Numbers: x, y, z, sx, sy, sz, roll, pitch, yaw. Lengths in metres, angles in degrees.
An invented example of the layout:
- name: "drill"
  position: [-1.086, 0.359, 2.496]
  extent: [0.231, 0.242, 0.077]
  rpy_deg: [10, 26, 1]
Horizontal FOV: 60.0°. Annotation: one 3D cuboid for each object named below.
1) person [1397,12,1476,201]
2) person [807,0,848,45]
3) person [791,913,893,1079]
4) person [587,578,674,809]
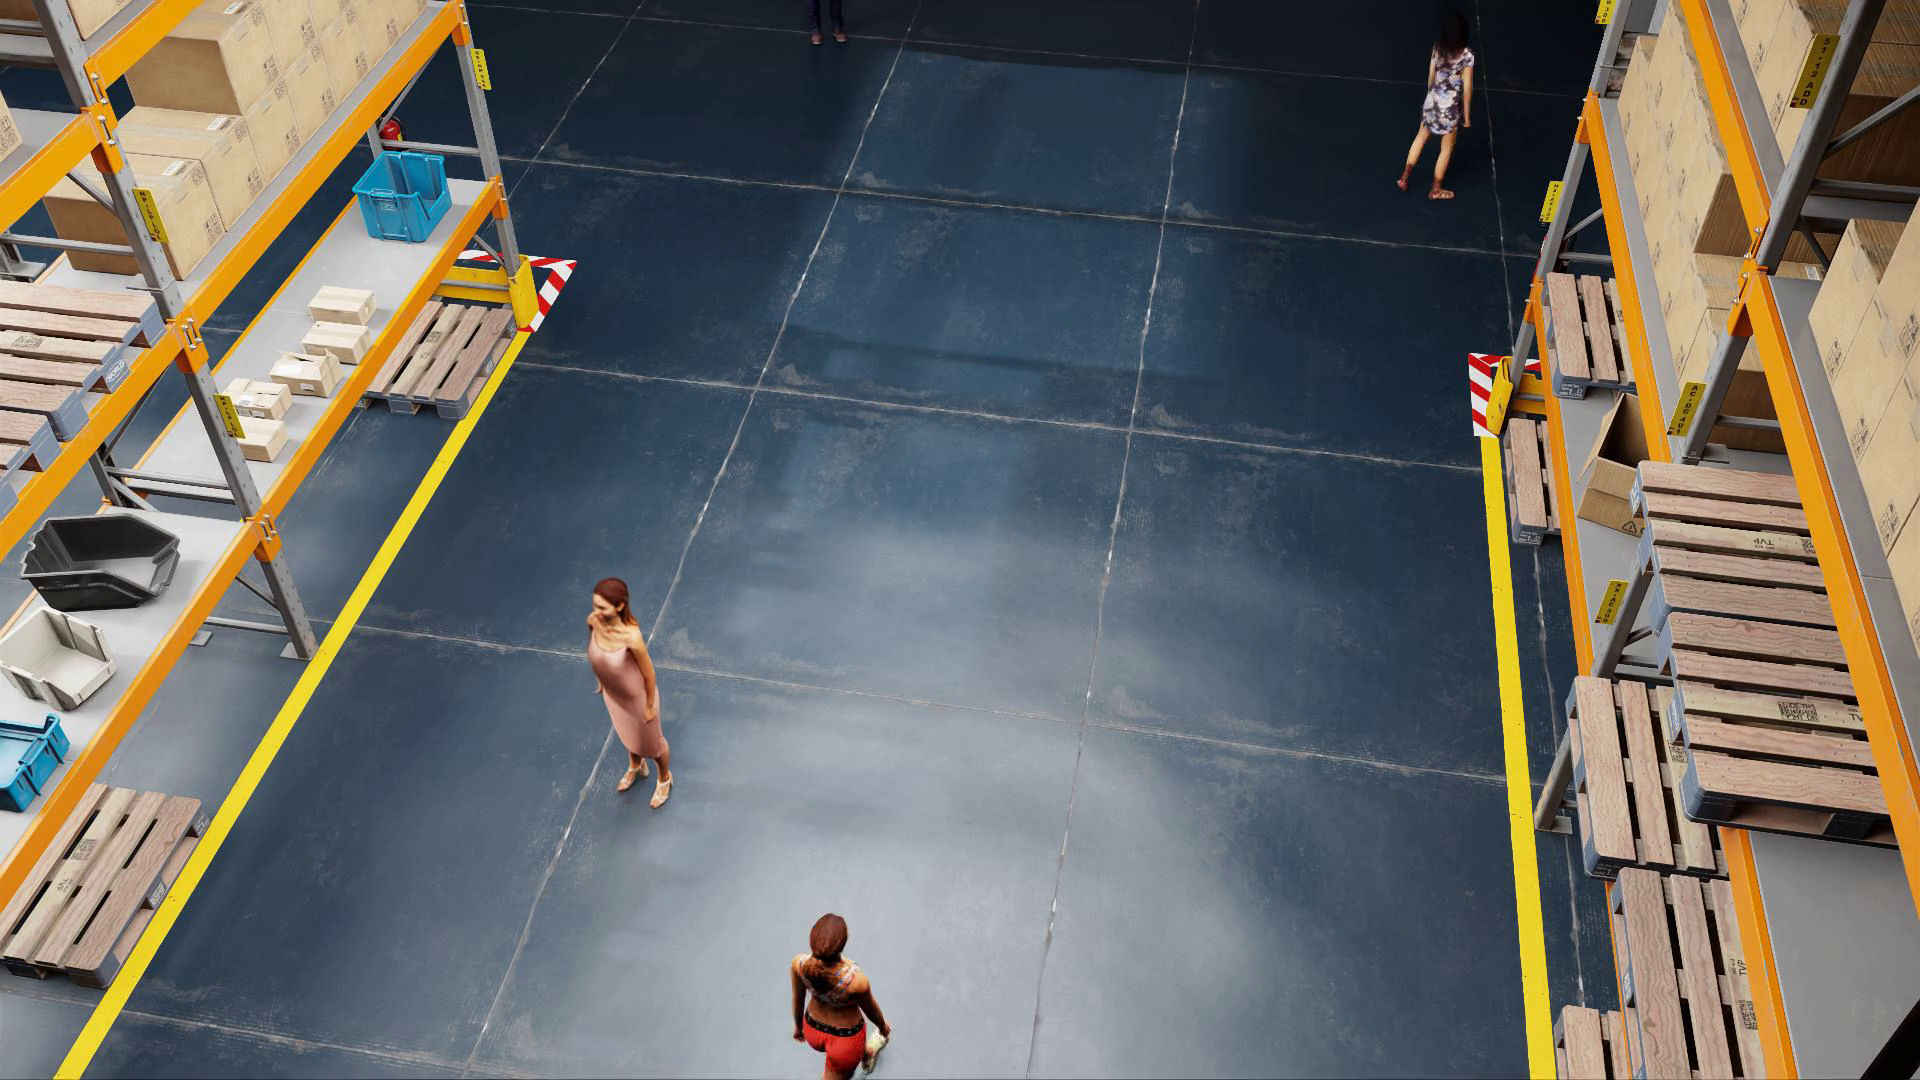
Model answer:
- name: "person"
  position: [4.272, -3.856, 14.830]
  extent: [0.850, 1.719, 0.799]
  rpy_deg: [-16, 46, -16]
- name: "person"
  position: [-1.421, -5.984, 16.974]
  extent: [0.855, 1.841, 0.846]
  rpy_deg: [-12, 45, -12]
- name: "person"
  position: [-0.645, 2.498, 8.143]
  extent: [0.810, 1.741, 1.213]
  rpy_deg: [18, 47, 18]
- name: "person"
  position: [-1.932, 0.891, 9.766]
  extent: [0.649, 1.831, 0.643]
  rpy_deg: [25, 49, 24]
